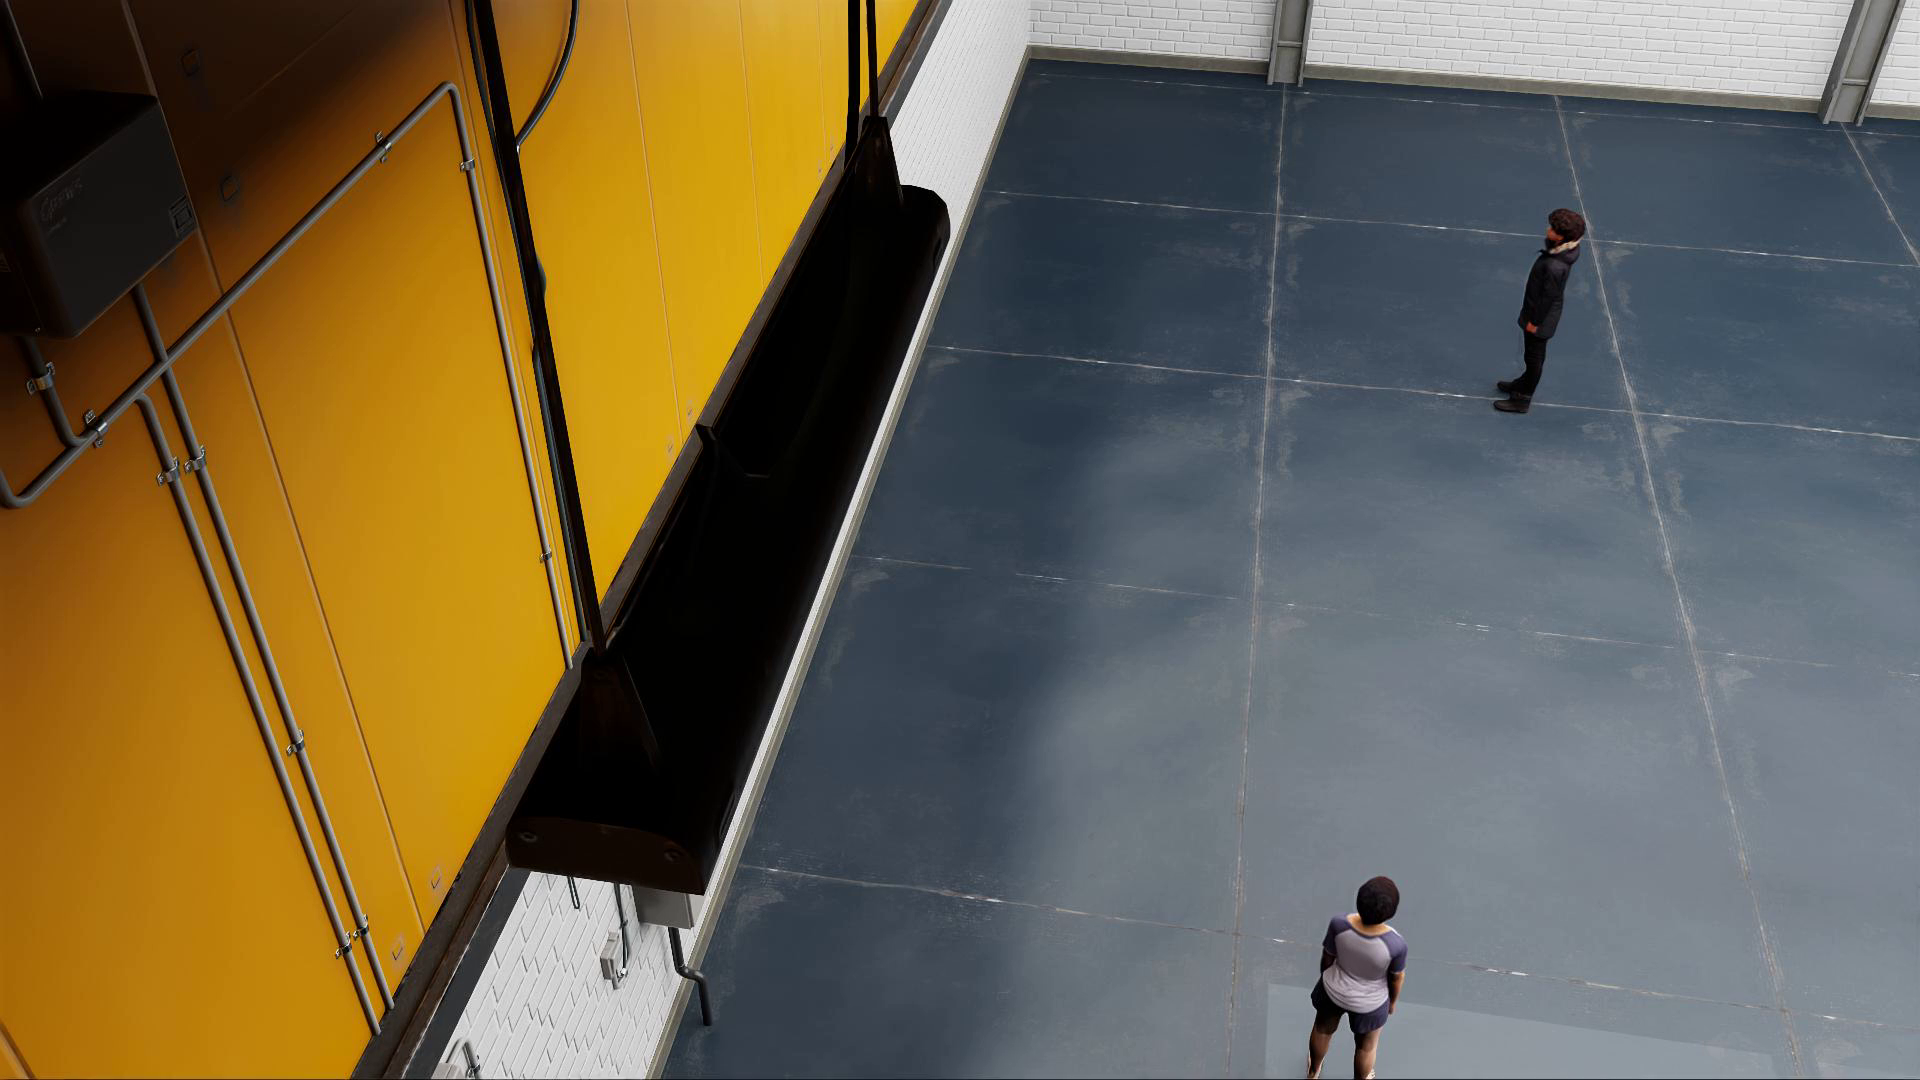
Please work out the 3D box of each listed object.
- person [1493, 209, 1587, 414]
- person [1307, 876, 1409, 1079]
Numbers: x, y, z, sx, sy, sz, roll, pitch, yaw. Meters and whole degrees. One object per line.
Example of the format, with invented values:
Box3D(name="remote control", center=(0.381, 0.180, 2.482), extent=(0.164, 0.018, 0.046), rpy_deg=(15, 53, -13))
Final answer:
Box3D(name="person", center=(4.673, -1.838, 13.311), extent=(0.674, 1.781, 0.675), rpy_deg=(15, 41, 18))
Box3D(name="person", center=(1.998, 2.243, 8.373), extent=(0.551, 1.566, 0.687), rpy_deg=(18, 42, 21))
